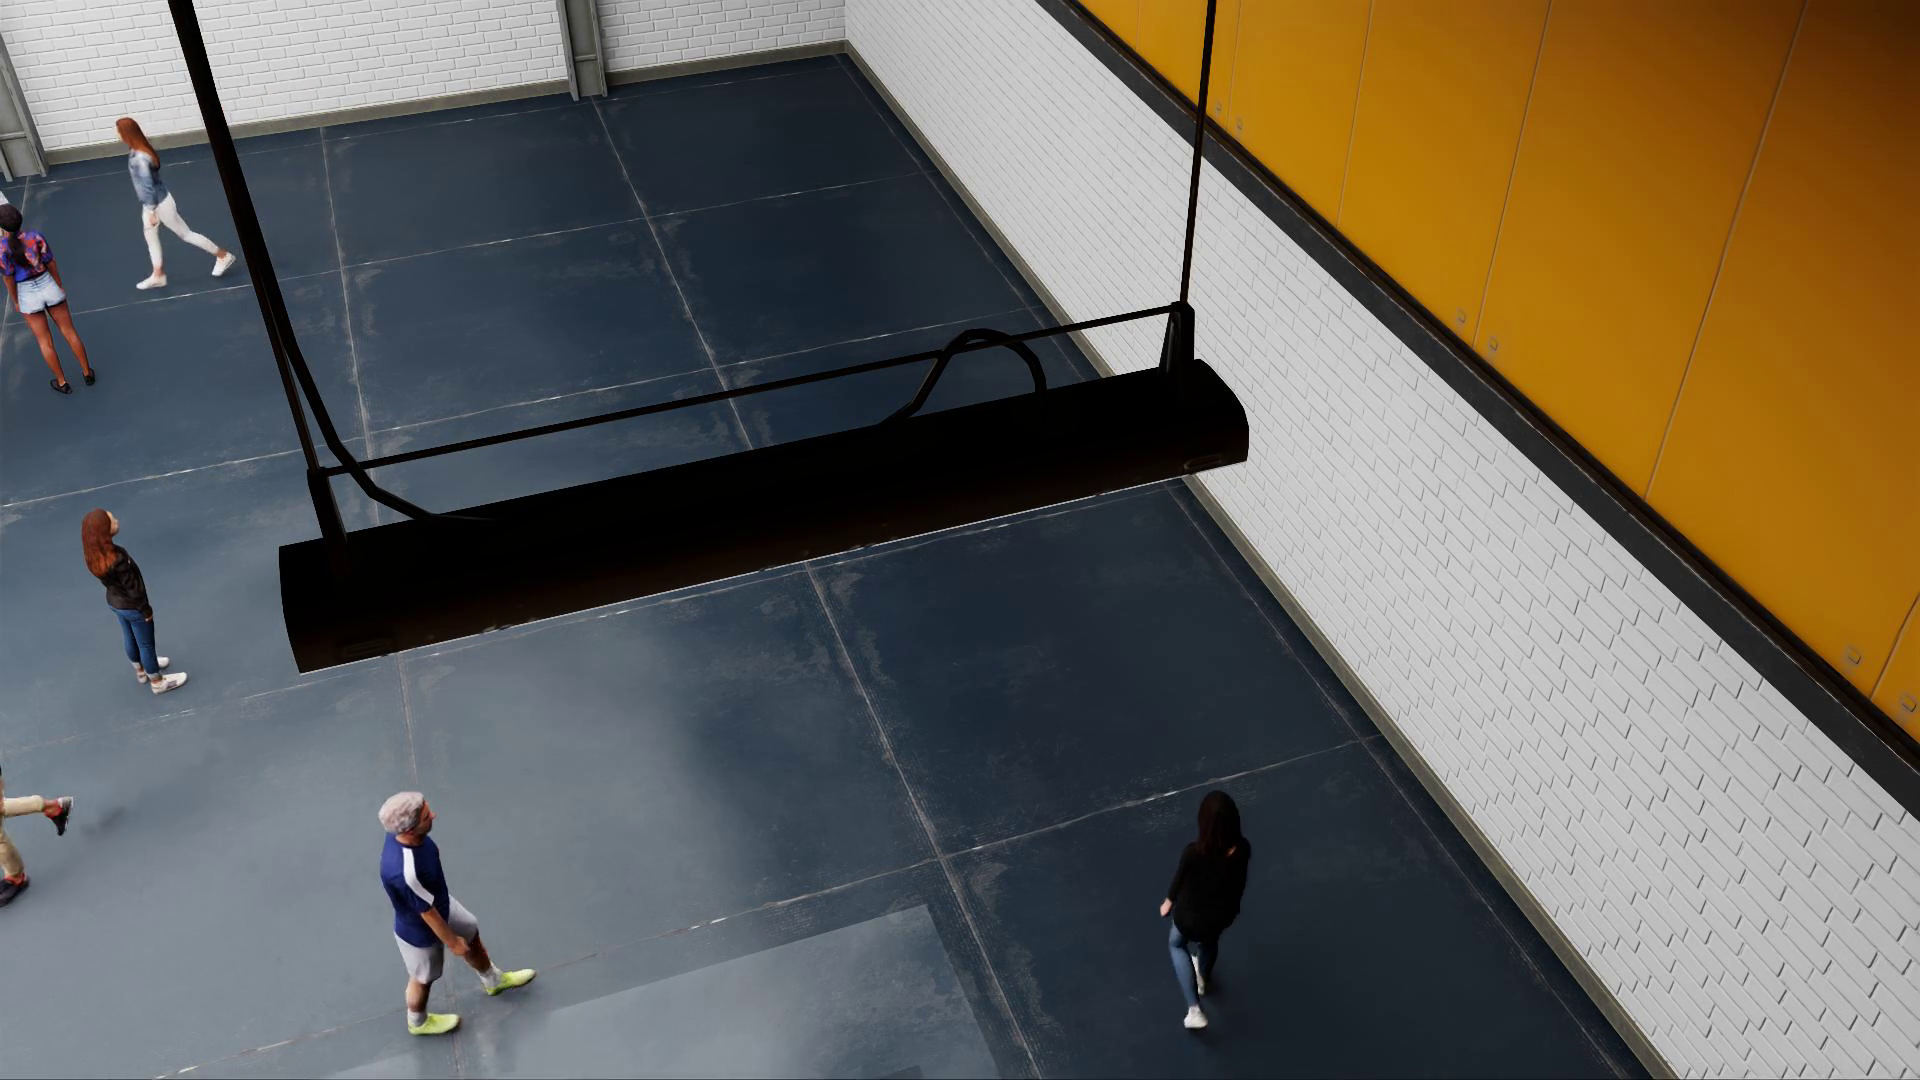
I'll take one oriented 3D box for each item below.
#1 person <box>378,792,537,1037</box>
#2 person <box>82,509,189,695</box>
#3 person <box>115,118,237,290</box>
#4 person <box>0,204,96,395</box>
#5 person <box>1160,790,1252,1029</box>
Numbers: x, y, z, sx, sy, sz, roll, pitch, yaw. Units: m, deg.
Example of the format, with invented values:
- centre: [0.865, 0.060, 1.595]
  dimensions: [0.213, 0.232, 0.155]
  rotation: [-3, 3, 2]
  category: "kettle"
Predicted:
- centre: [-2.934, 2.039, 8.852]
  dimensions: [0.977, 1.809, 0.717]
  rotation: [-7, 39, -9]
  category: "person"
- centre: [-5.598, 0.406, 11.160]
  dimensions: [0.629, 1.481, 0.661]
  rotation: [24, 44, 27]
  category: "person"
- centre: [-7.321, -3.127, 15.435]
  dimensions: [1.191, 1.666, 0.780]
  rotation: [-21, 43, -24]
  category: "person"
- centre: [-7.755, -2.043, 14.016]
  dimensions: [0.583, 1.743, 0.722]
  rotation: [-30, 47, -32]
  category: "person"
- centre: [1.328, 2.030, 9.003]
  dimensions: [0.736, 1.635, 0.657]
  rotation: [-8, 39, -10]
  category: "person"
